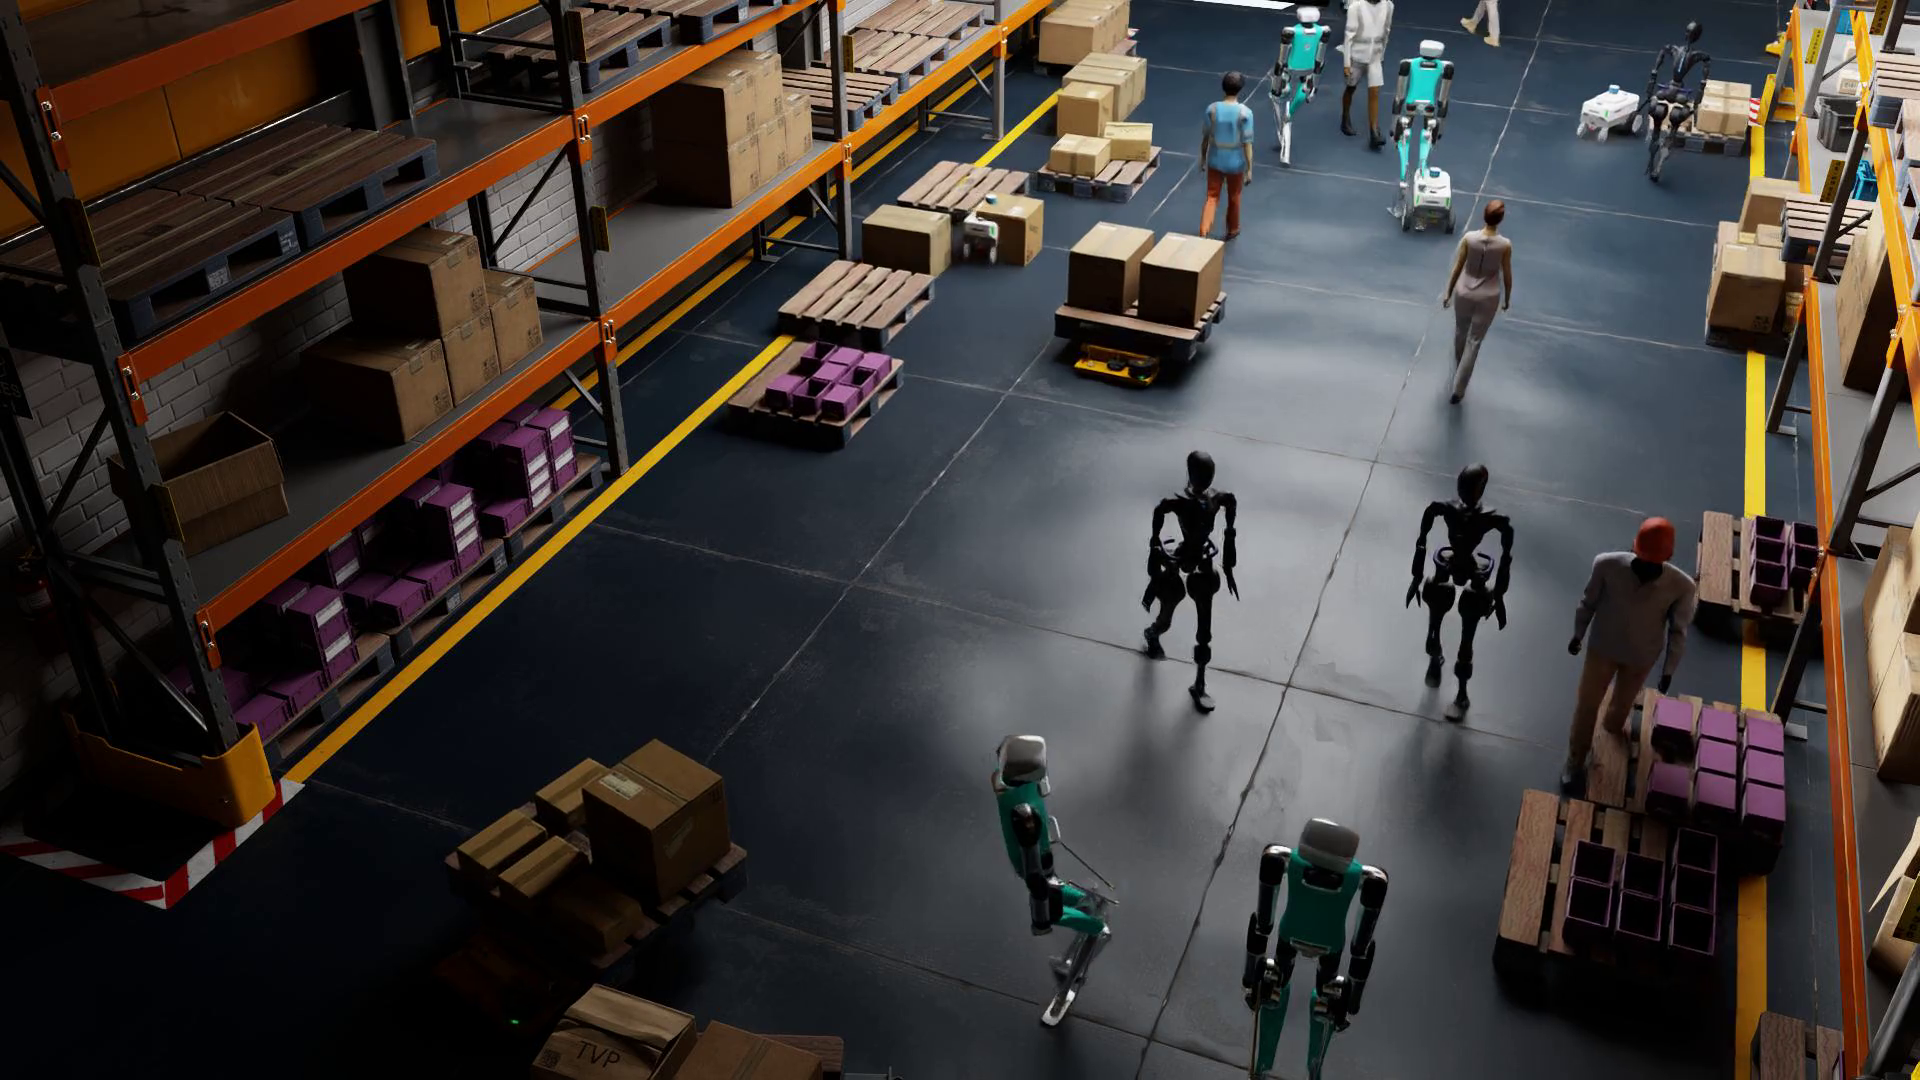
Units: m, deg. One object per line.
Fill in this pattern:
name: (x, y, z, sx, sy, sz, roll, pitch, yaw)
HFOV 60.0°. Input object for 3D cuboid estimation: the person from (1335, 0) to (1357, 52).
person: (5.019, -7.083, 21.239, 0.376, 1.684, 0.550, 13, 35, 19)

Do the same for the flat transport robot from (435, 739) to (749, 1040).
flat transport robot: (-1.925, 1.932, 8.601, 0.659, 0.231, 1.431, 23, 39, 31)

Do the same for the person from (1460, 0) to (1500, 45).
person: (6.916, -7.418, 21.726, 0.452, 1.728, 0.880, -16, 36, -24)

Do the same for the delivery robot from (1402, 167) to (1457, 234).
delivery robot: (4.702, -3.401, 16.606, 0.499, 0.611, 0.800, 7, 34, 11)

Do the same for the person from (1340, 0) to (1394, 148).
person: (4.482, -5.280, 18.262, 0.566, 1.889, 0.980, -5, 33, -8)

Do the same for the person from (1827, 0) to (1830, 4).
person: (11.022, -6.728, 20.534, 0.518, 1.865, 0.391, 7, 33, 10)

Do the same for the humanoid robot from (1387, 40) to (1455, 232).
humanoid robot: (4.497, -3.873, 16.309, 0.559, 1.872, 0.801, 4, 33, 6)

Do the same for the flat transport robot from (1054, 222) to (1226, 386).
flat transport robot: (1.545, -1.745, 14.292, 0.659, 0.231, 1.431, 14, 35, 21)

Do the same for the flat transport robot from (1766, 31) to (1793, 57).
flat transport robot: (11.200, -6.495, 21.644, 1.431, 0.231, 0.659, -22, 39, -30)

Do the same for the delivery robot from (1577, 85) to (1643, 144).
delivery robot: (7.370, -4.842, 18.840, 0.792, 0.614, 0.499, -25, 41, -33)

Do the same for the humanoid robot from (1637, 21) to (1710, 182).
humanoid robot: (7.441, -4.577, 17.407, 0.612, 1.646, 0.603, 16, 36, 23)

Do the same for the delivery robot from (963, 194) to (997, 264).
delivery robot: (0.297, -3.033, 16.016, 0.499, 0.587, 0.777, 12, 35, 18)

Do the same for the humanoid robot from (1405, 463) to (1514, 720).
humanoid robot: (2.987, 0.261, 9.903, 0.609, 1.644, 0.492, 15, 36, 22)

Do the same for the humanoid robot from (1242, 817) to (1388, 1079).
humanoid robot: (1.429, 2.101, 7.094, 0.540, 1.901, 0.753, 10, 34, 15)

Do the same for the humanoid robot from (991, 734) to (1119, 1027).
humanoid robot: (0.515, 1.582, 7.782, 0.773, 1.763, 0.636, -4, 33, -7)

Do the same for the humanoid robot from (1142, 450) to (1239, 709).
humanoid robot: (1.381, 0.181, 10.064, 0.599, 1.636, 0.786, -8, 34, -12)

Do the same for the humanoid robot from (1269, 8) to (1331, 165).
humanoid robot: (3.540, -4.951, 17.946, 0.532, 1.720, 1.013, -6, 33, -9)

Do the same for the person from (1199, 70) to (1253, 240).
person: (2.538, -3.606, 15.829, 0.552, 1.723, 0.816, 14, 35, 20)

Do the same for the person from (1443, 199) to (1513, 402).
person: (4.189, -1.984, 13.403, 0.481, 1.612, 0.864, 17, 36, 24)

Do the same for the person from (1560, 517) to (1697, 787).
person: (3.682, 0.646, 9.236, 0.593, 1.729, 0.625, 14, 35, 20)
